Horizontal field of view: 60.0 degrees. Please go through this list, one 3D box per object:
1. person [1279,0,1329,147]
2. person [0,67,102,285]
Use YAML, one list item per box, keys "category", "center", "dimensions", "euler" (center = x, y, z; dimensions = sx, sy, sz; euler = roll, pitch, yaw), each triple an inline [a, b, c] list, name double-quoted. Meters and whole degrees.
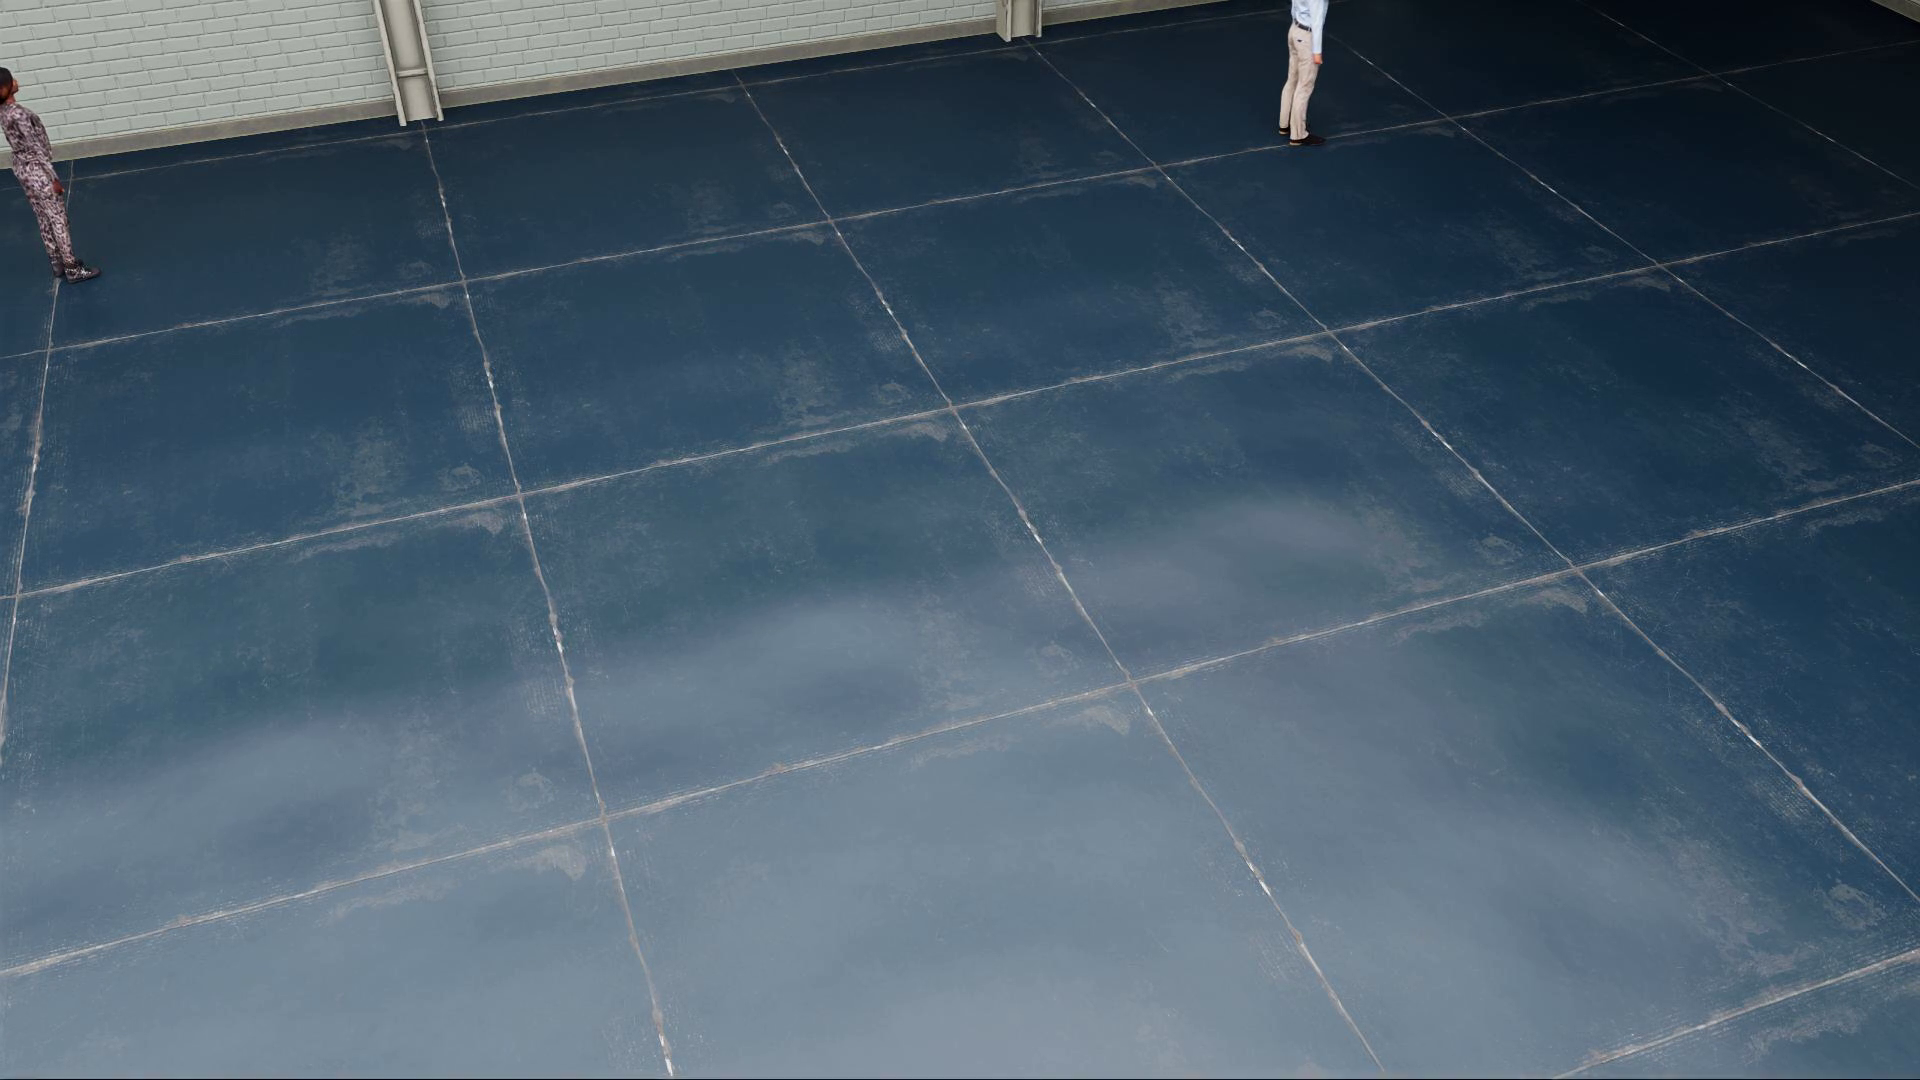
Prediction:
- category: "person"
  center: [3.040, -4.396, 14.581]
  dimensions: [0.634, 1.848, 0.670]
  euler: [-8, 39, -10]
- category: "person"
  center: [-7.006, -2.766, 12.610]
  dimensions: [0.683, 1.710, 0.723]
  euler: [26, 45, 29]
